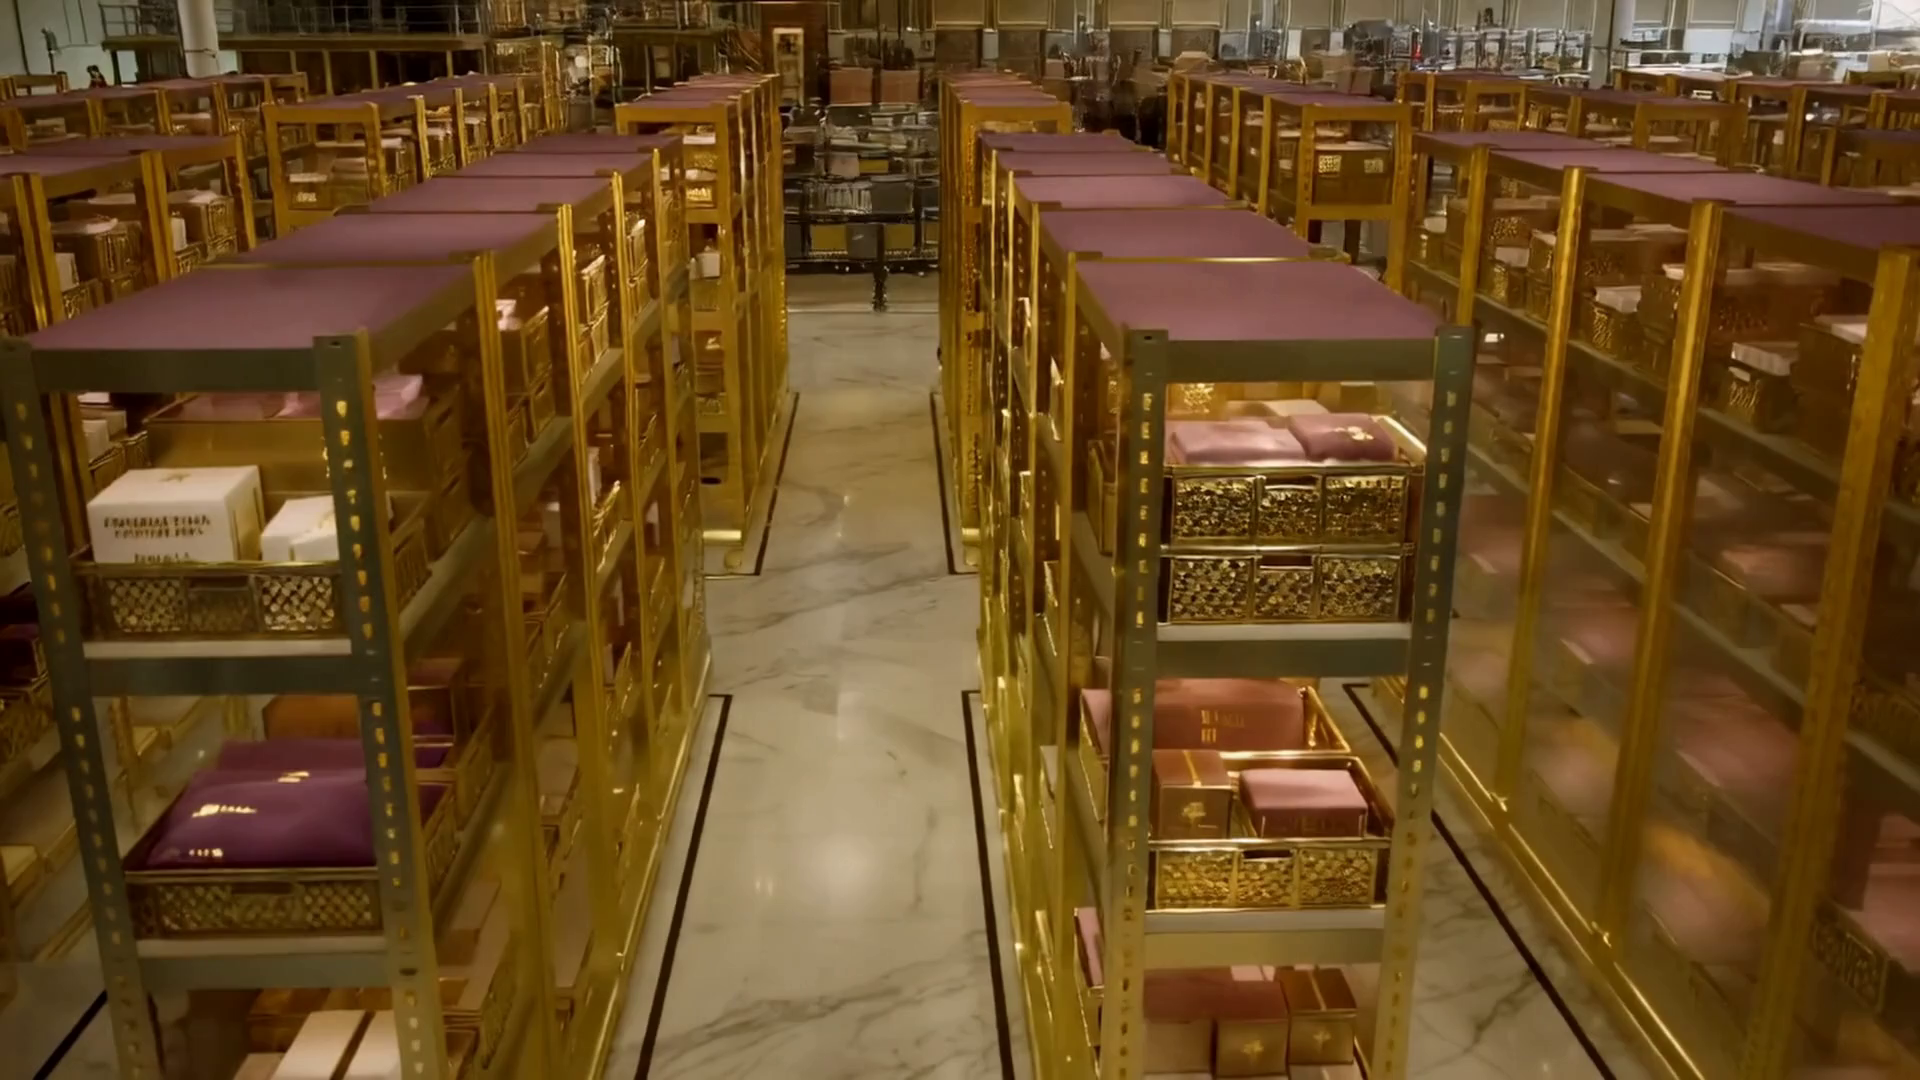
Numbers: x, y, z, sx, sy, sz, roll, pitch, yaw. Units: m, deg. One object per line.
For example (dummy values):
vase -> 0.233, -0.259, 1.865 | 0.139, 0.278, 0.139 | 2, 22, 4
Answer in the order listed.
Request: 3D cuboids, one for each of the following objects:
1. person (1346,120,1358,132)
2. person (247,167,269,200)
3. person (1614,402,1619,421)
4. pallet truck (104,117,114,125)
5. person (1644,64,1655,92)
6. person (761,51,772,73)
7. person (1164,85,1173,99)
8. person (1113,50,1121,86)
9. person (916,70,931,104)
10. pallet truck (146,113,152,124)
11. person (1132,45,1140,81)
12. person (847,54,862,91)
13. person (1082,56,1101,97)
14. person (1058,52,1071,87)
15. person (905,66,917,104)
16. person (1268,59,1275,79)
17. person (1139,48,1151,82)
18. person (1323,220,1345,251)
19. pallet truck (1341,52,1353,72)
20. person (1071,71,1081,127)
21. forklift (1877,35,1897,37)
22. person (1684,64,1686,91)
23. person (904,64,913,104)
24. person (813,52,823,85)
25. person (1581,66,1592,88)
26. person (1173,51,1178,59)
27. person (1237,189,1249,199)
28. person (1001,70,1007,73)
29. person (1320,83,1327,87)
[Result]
person -> 12.086, -12.862, 51.126 | 0.507, 1.596, 0.839 | -1, 18, -4
person -> -14.493, -7.577, 34.287 | 0.672, 1.890, 0.464 | -14, 22, -36
person -> 4.259, -0.104, 11.284 | 0.431, 1.818, 0.628 | -3, 18, -9
pallet truck -> -18.367, -7.885, 35.078 | 1.885, 1.965, 0.823 | 1, 18, 2
person -> 30.719, -20.405, 74.015 | 0.581, 1.877, 0.357 | -7, 19, -21
person -> -10.199, -24.771, 87.505 | 0.641, 1.891, 1.020 | 16, 24, 40
person -> 7.241, -14.942, 57.118 | 0.717, 1.890, 0.375 | 4, 18, 12
person -> 8.468, -25.469, 89.743 | 0.429, 1.841, 0.636 | 2, 18, 7
person -> -1.397, -17.061, 63.737 | 0.560, 1.839, 0.710 | -3, 18, -10
pallet truck -> -18.087, -8.309, 36.390 | 1.885, 1.965, 0.823 | -1, 18, -4
person -> 10.070, -27.246, 94.994 | 0.395, 1.992, 0.622 | -6, 19, -19
person -> -5.375, -23.604, 83.973 | 0.987, 1.828, 0.574 | 9, 20, 26
person -> 6.218, -21.868, 78.500 | 0.861, 1.907, 0.645 | -5, 18, -14
person -> 5.561, -25.078, 88.586 | 0.616, 1.803, 0.856 | -11, 21, -30
person -> -1.886, -17.437, 64.702 | 0.699, 1.949, 0.627 | 16, 24, 41
person -> 15.044, -22.380, 80.431 | 0.321, 1.694, 0.534 | 12, 22, 33
person -> 10.243, -26.752, 93.655 | 0.972, 1.885, 0.602 | -4, 18, -13
person -> 4.880, -3.472, 21.527 | 0.462, 1.931, 0.644 | 5, 19, 15
pallet truck -> 18.794, -23.123, 82.231 | 0.823, 1.965, 1.885 | -13, 22, -35
person -> 4.152, -15.872, 59.896 | 0.368, 1.937, 0.549 | -6, 19, -17
forklift -> 44.184, -22.804, 79.832 | 1.129, 2.768, 1.873 | -1, 18, -2
person -> 32.210, -20.458, 74.097 | 0.592, 1.925, 0.385 | 10, 21, 29
person -> -2.197, -19.141, 70.155 | 0.345, 1.846, 0.508 | 9, 20, 25
person -> -7.692, -25.490, 89.995 | 0.508, 1.709, 0.798 | 7, 19, 22
person -> 23.794, -16.908, 62.929 | 0.704, 2.000, 0.536 | 0, 18, 0
person -> 11.020, -24.140, 85.519 | 0.913, 1.900, 0.569 | -17, 24, -42
person -> 4.311, -4.918, 26.282 | 0.654, 1.745, 0.553 | -3, 18, -9
person -> 1.602, -16.686, 62.489 | 0.902, 1.880, 0.604 | -5, 18, -14
person -> 12.337, -14.687, 56.636 | 0.545, 1.689, 0.328 | 5, 19, 16
